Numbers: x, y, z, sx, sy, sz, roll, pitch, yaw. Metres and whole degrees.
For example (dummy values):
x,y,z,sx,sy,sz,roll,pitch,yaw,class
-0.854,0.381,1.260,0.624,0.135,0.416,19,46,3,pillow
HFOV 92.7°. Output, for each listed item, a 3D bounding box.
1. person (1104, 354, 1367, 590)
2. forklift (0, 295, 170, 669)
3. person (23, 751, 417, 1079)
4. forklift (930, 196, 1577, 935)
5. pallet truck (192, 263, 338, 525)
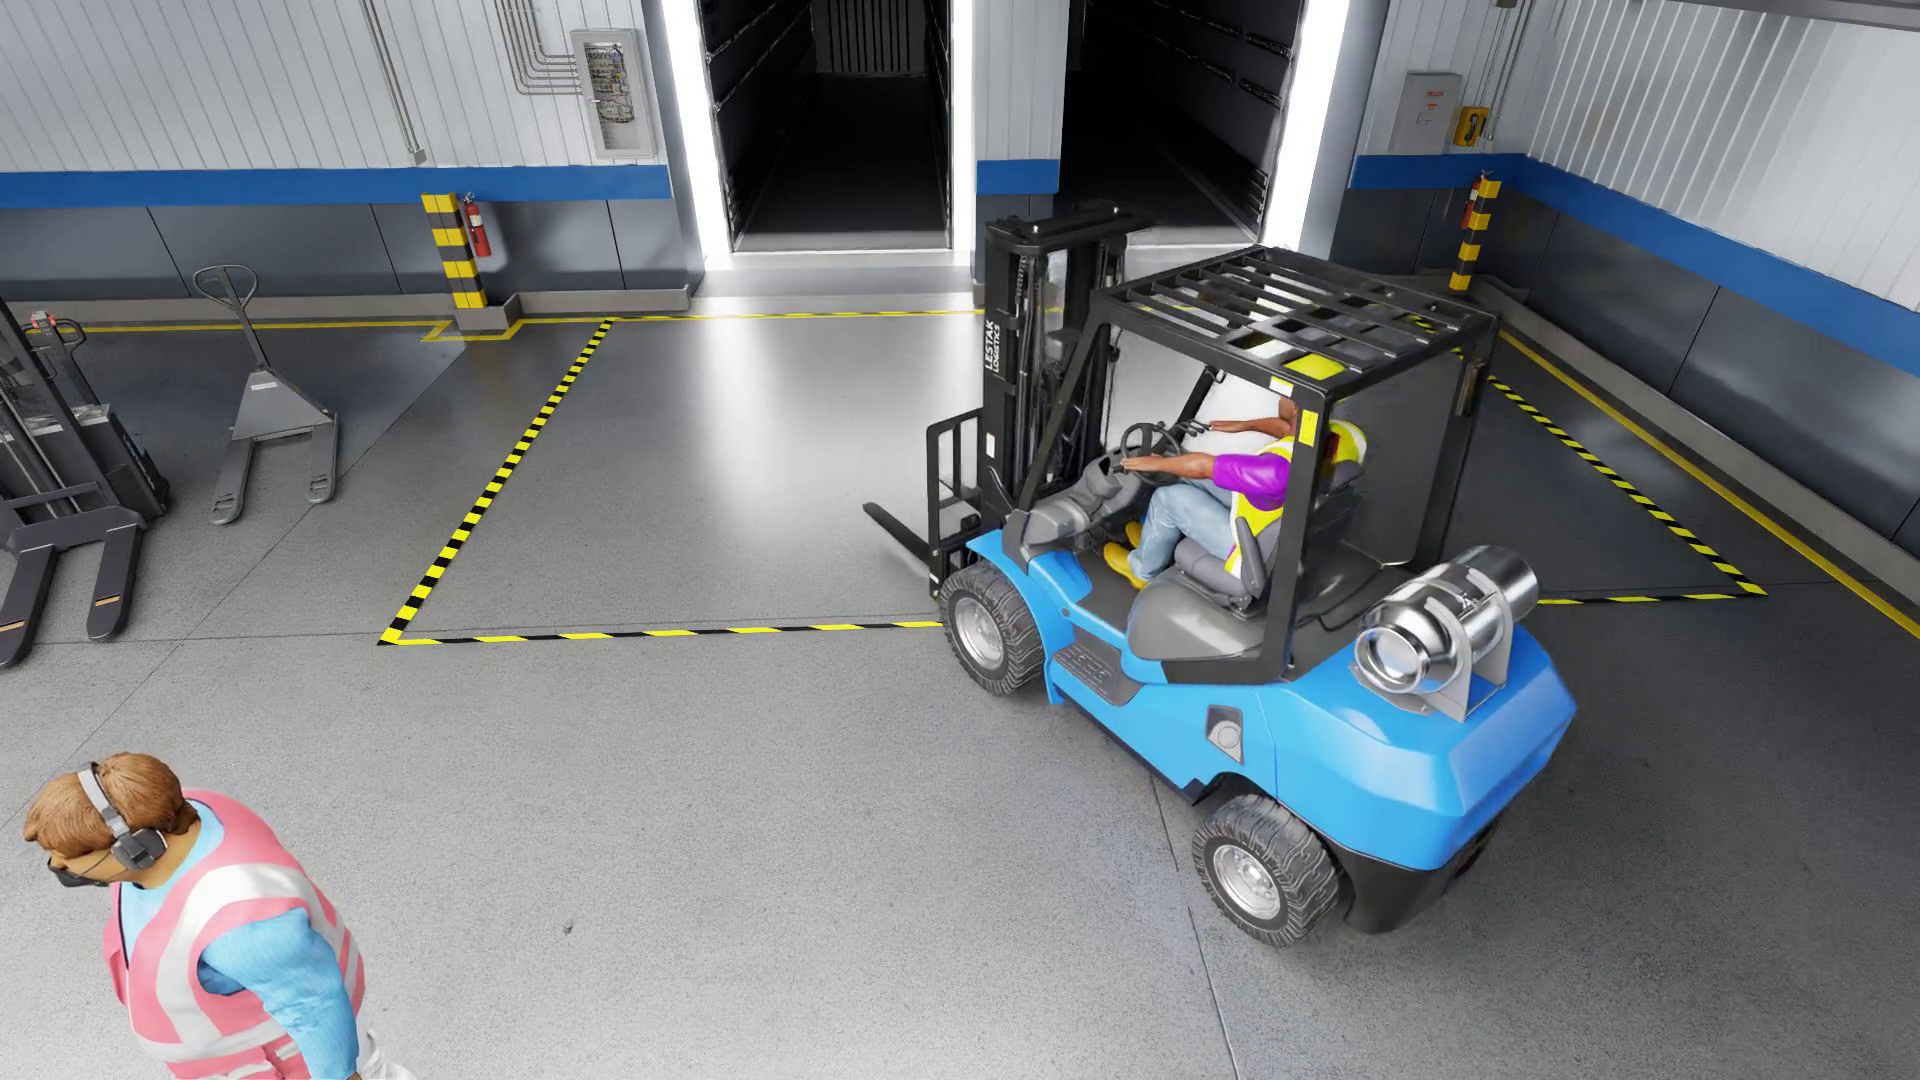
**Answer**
x,y,z,sx,sy,sz,roll,pitch,yaw,class
1.050,-0.264,3.731,0.635,1.294,1.004,-23,41,-30,person
-5.212,-0.618,4.878,0.823,1.965,1.885,-20,39,-26,forklift
-1.760,1.225,2.364,0.635,1.841,0.429,23,41,29,person
1.080,-0.081,3.795,1.157,2.036,2.680,-23,41,-30,forklift
-4.778,-1.027,6.128,0.680,1.201,1.601,-17,38,-23,pallet truck
